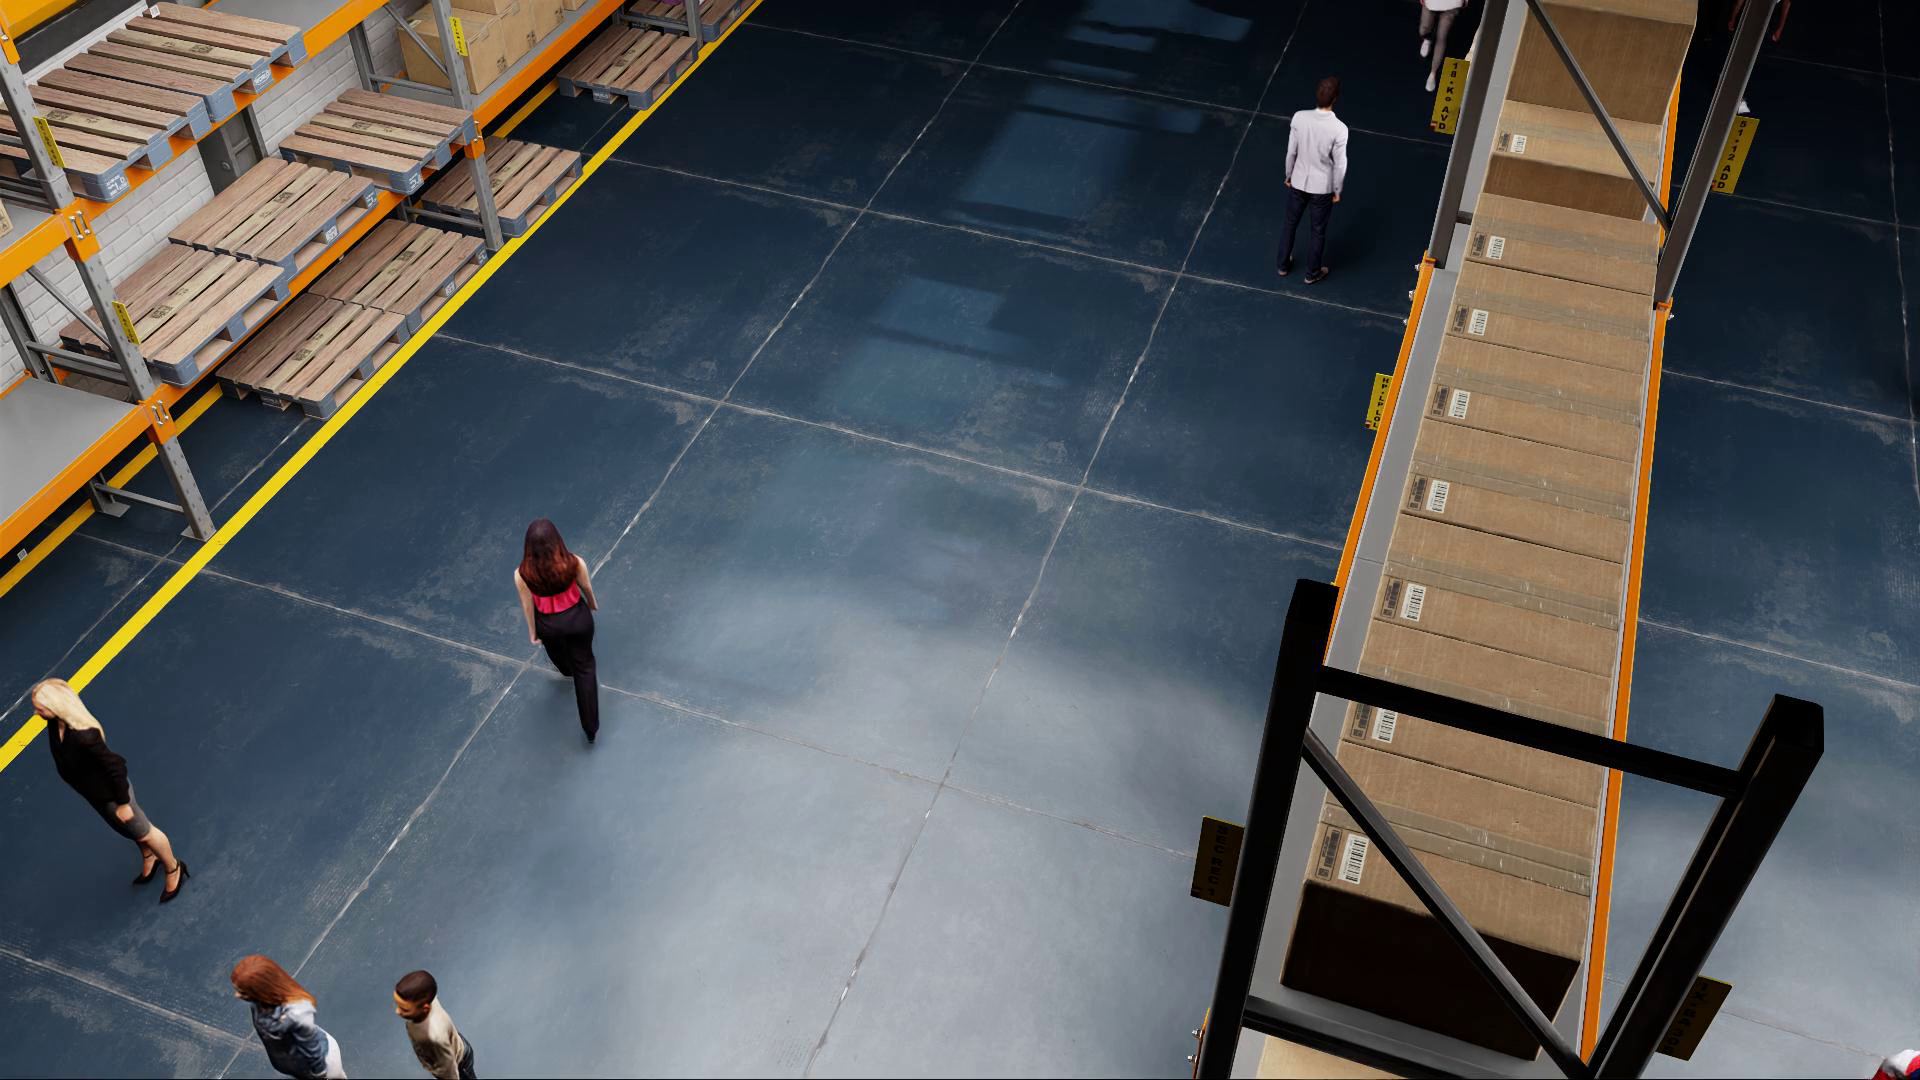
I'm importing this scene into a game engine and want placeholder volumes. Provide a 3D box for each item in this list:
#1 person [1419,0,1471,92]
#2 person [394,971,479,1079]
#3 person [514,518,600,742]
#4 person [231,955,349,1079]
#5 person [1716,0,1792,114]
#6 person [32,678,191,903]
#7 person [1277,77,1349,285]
[{"bbox_3d":[4.825,-5.452,16.552,0.662,1.824,0.996,13,45,13],"label":"person"},{"bbox_3d":[-2.582,2.595,8.370,0.612,1.459,0.603,-32,52,-29],"label":"person"},{"bbox_3d":[-2.458,0.584,10.368,0.981,1.614,1.154,-9,44,-10],"label":"person"},{"bbox_3d":[-3.230,2.540,8.253,0.649,1.698,0.589,25,49,24],"label":"person"},{"bbox_3d":[7.773,-5.117,16.306,0.883,1.678,1.267,2,44,2],"label":"person"},{"bbox_3d":[-4.774,1.408,9.338,0.664,1.842,0.633,26,49,24],"label":"person"},{"bbox_3d":[2.962,-3.010,13.973,0.733,1.846,0.664,25,49,24],"label":"person"}]
